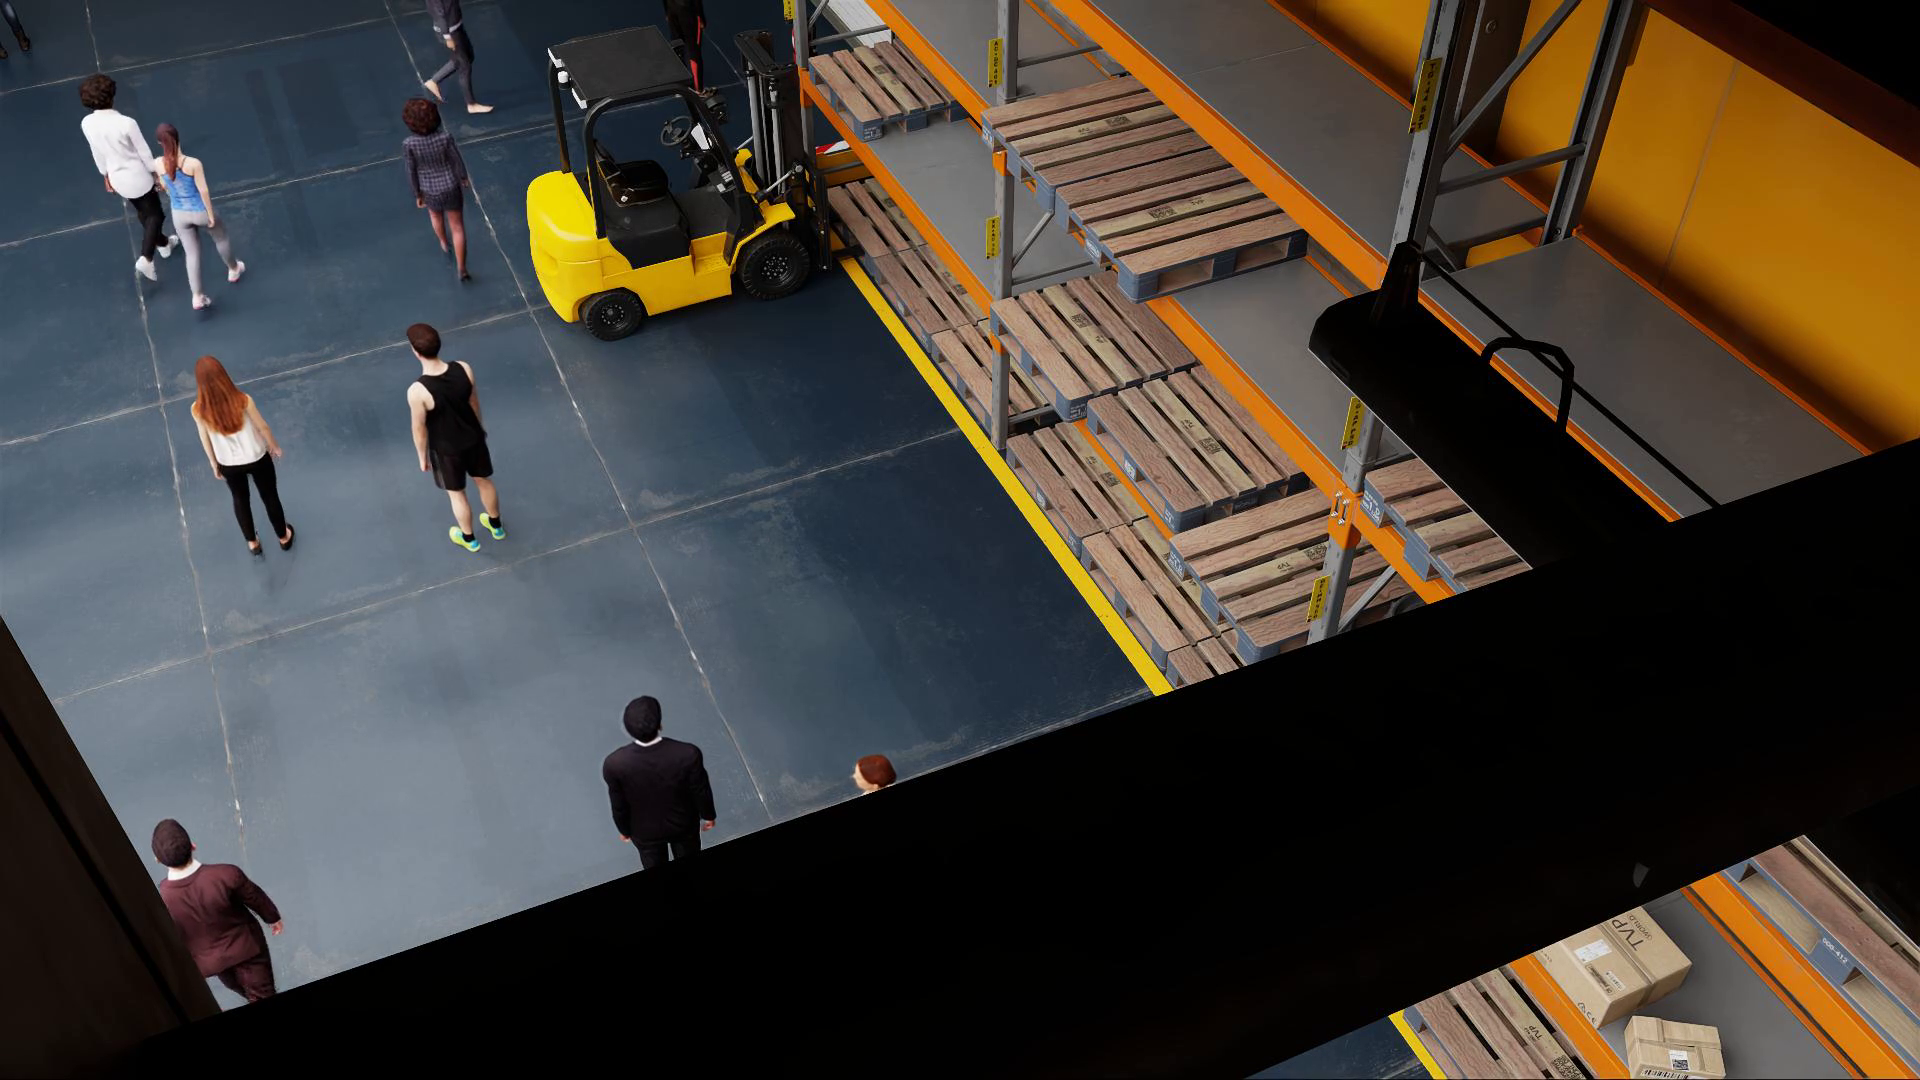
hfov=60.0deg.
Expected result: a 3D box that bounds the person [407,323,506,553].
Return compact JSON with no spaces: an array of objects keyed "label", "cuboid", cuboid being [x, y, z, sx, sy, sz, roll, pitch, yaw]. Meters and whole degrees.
[{"label":"person","cuboid":[-3.489,-0.699,11.548,0.718,1.892,0.761,34,53,31]}]

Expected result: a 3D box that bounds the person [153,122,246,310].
[{"label":"person","cuboid":[-6.406,-2.665,13.841,0.773,1.577,1.072,-4,44,-4]}]

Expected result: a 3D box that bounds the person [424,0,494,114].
[{"label":"person","cuboid":[-5.020,-4.943,16.103,0.863,1.754,0.912,-2,44,-3]}]

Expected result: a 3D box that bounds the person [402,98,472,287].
[{"label":"person","cuboid":[-4.356,-2.882,14.000,0.733,1.672,0.959,-9,44,-9]}]

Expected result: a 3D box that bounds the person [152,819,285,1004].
[{"label":"person","cuboid":[-3.783,2.154,8.597,0.683,1.834,1.187,-18,46,-18]}]

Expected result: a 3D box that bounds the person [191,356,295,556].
[{"label":"person","cuboid":[-4.952,-0.533,11.499,0.647,1.720,0.634,-8,44,-8]}]

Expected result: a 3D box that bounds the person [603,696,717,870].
[{"label":"person","cuboid":[-1.647,1.539,9.206,0.748,1.883,0.633,-8,44,-9]}]

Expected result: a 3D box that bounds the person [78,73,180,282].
[{"label":"person","cuboid":[-7.053,-3.045,14.086,0.949,1.789,1.154,2,44,2]}]

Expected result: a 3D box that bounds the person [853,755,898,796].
[{"label":"person","cuboid":[-0.415,1.743,9.170,0.667,1.637,0.513,-5,44,-5]}]

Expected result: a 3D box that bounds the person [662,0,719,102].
[{"label":"person","cuboid":[-2.727,-5.196,16.329,0.668,1.810,0.758,20,47,20]}]
